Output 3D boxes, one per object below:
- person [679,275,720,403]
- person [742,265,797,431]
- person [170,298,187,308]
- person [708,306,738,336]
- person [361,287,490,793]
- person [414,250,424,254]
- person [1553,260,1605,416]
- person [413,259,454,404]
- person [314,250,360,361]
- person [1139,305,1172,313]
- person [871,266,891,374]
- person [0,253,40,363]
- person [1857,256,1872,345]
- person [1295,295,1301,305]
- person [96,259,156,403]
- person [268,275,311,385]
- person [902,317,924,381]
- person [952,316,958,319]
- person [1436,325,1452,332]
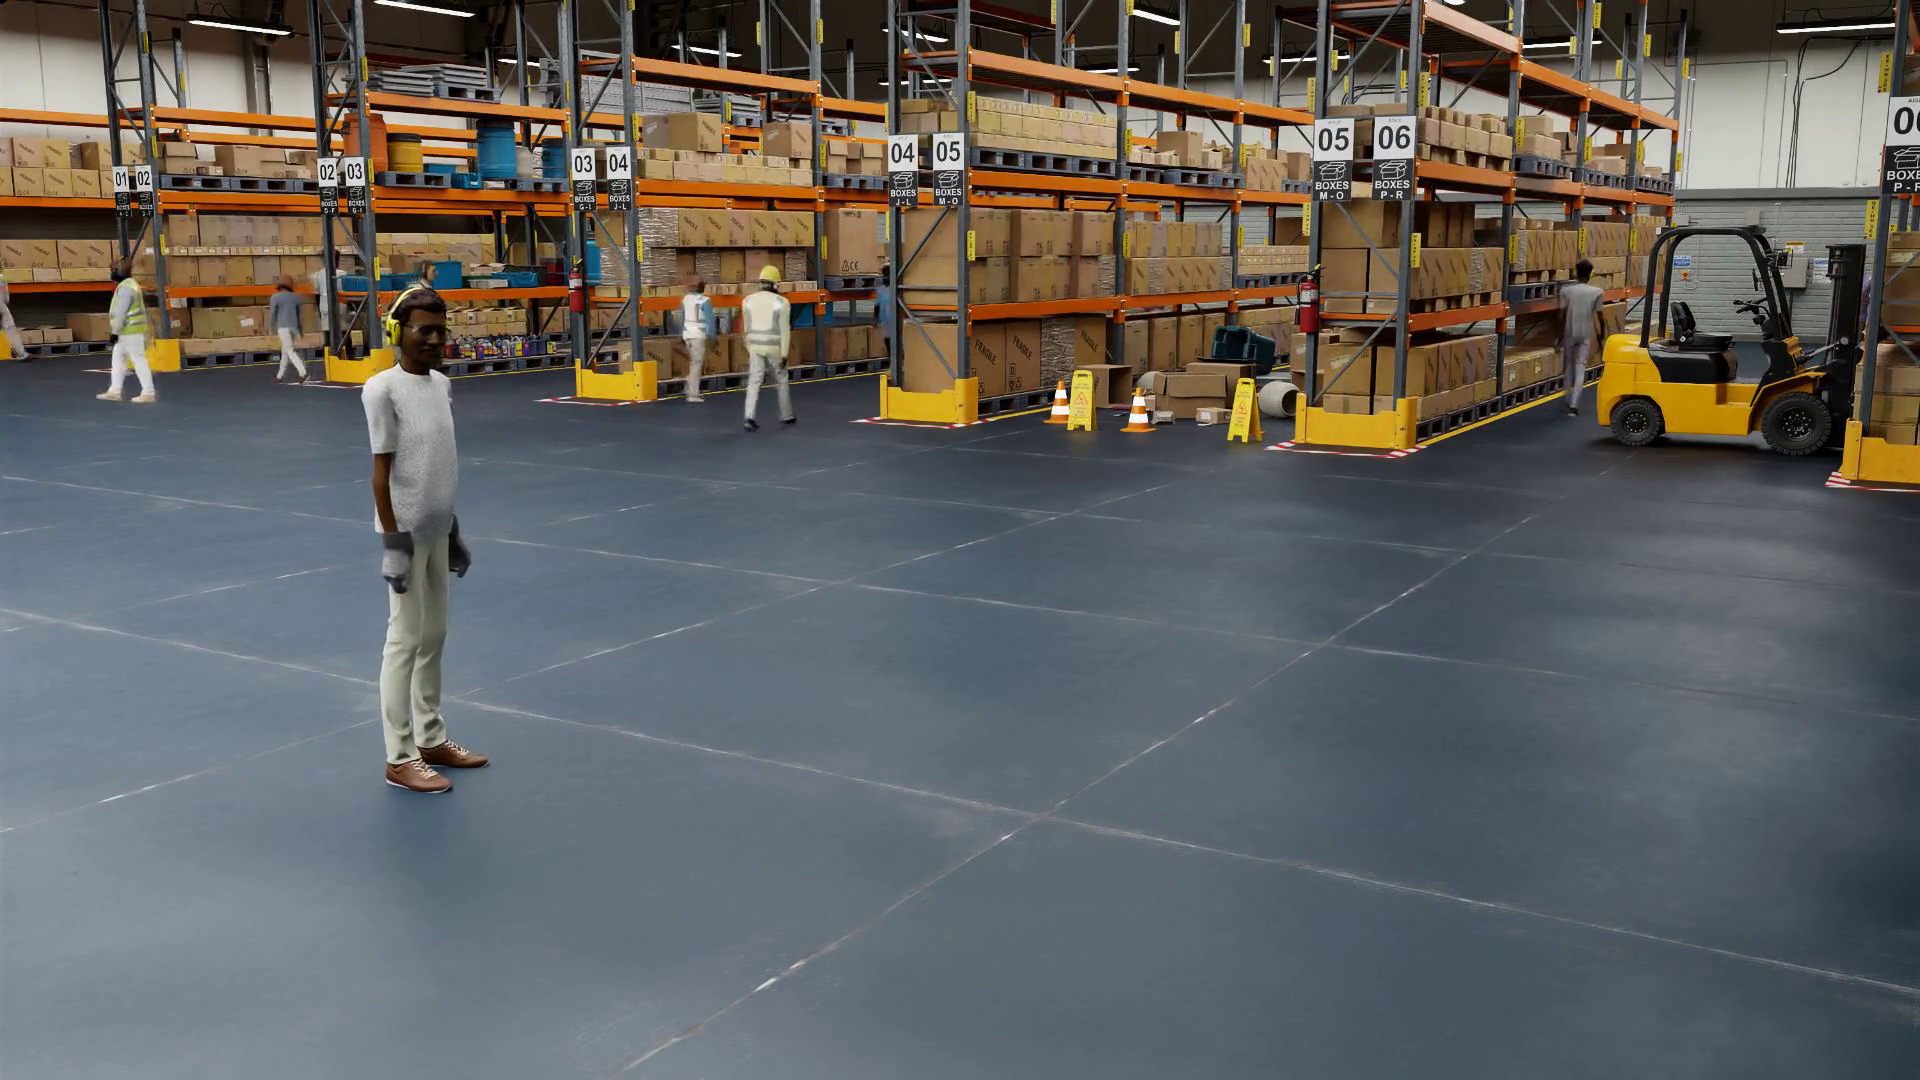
[{"bbox_3d":[-3.323,-2.558,21.201,0.529,1.619,0.554,9,14,43],"label":"person"},{"bbox_3d":[-2.098,-2.077,18.056,0.590,1.790,0.942,3,11,16],"label":"person"},{"bbox_3d":[-14.539,-4.270,30.750,0.507,1.631,0.270,0,10,1],"label":"person"},{"bbox_3d":[-3.669,-3.438,25.273,0.626,1.931,0.375,0,10,0],"label":"person"},{"bbox_3d":[-2.002,-0.006,6.227,0.333,1.864,0.520,2,10,13],"label":"person"},{"bbox_3d":[-10.567,-4.745,32.703,0.583,1.882,0.337,6,12,31],"label":"person"},{"bbox_3d":[7.354,-2.390,19.704,0.557,1.814,0.986,5,11,25],"label":"person"},{"bbox_3d":[-6.766,-2.607,20.899,0.636,1.827,0.530,1,10,6],"label":"person"},{"bbox_3d":[-10.017,-3.704,26.732,0.635,1.921,0.940,0,10,1],"label":"person"},{"bbox_3d":[3.394,-4.010,28.601,0.574,1.881,0.999,8,13,38],"label":"person"},{"bbox_3d":[-1.083,-3.343,25.427,0.548,1.681,0.489,7,12,32],"label":"person"},{"bbox_3d":[-16.101,-3.886,27.963,0.655,1.861,0.963,6,12,32],"label":"person"},{"bbox_3d":[12.798,-3.180,23.852,0.585,1.921,0.392,6,12,31],"label":"person"},{"bbox_3d":[6.910,-4.826,33.252,0.967,1.861,0.589,-8,13,-38],"label":"person"},{"bbox_3d":[-10.663,-2.628,21.064,0.816,1.814,0.630,-4,11,-23],"label":"person"},{"bbox_3d":[-9.621,-3.015,23.863,0.835,1.576,0.531,7,12,33],"label":"person"},{"bbox_3d":[-0.723,-3.217,24.565,0.505,1.729,0.434,8,13,38],"label":"person"},{"bbox_3d":[0.136,-3.019,22.632,0.606,2.035,0.403,6,12,30],"label":"person"},{"bbox_3d":[7.598,-3.640,26.503,0.557,1.893,1.007,10,14,44],"label":"person"}]
